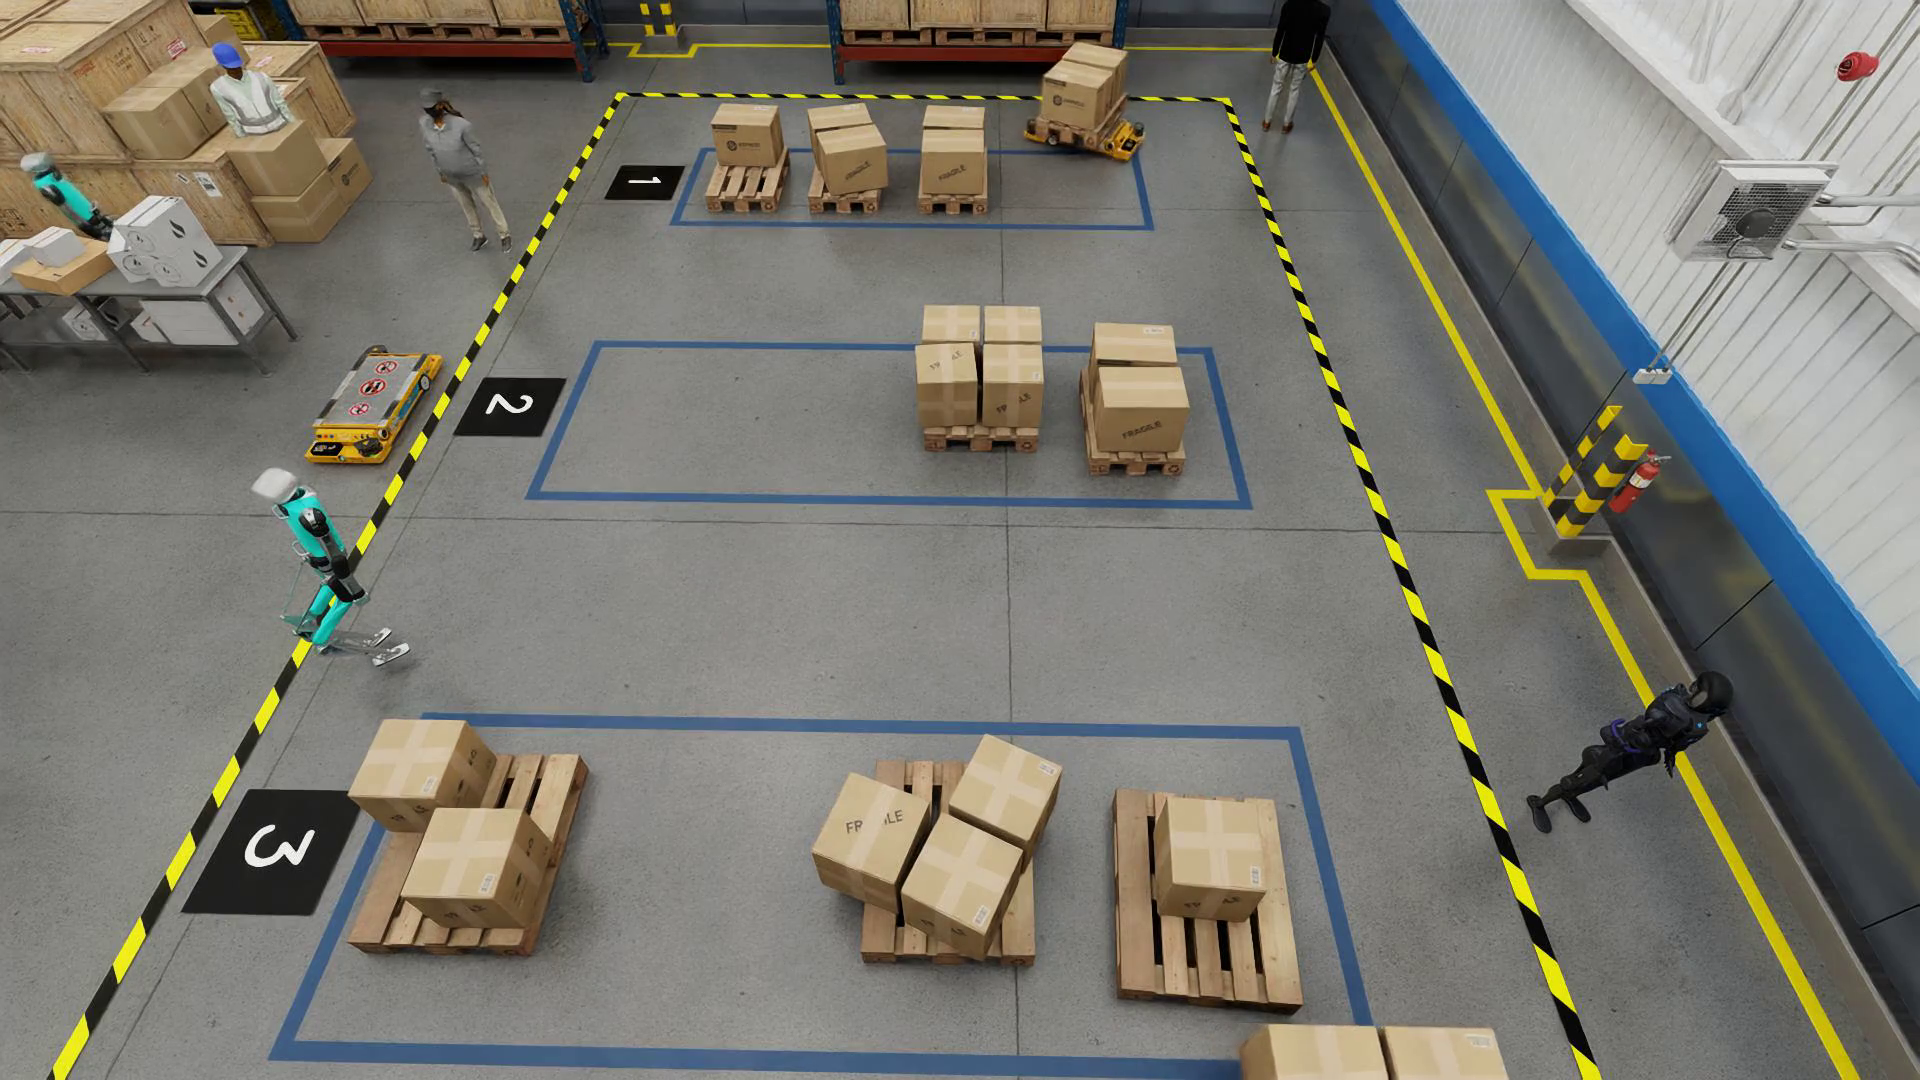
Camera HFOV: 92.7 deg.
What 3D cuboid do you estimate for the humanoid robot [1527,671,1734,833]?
[{"bbox_3d":[3.949,1.252,5.377,0.599,1.654,0.315,-8,50,-7],"label":"humanoid robot"}]

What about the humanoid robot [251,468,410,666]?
[{"bbox_3d":[-4.299,0.305,6.061,0.533,1.674,0.735,34,58,25],"label":"humanoid robot"}]

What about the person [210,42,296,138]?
[{"bbox_3d":[-7.520,-4.409,10.007,0.602,1.939,0.411,-35,58,-26],"label":"person"}]

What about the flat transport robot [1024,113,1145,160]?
[{"bbox_3d":[1.606,-5.280,11.817,1.431,0.197,0.652,19,52,15],"label":"flat transport robot"}]

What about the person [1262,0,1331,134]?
[{"bbox_3d":[4.178,-6.045,11.424,0.589,1.883,0.364,17,52,14],"label":"person"}]

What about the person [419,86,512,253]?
[{"bbox_3d":[-5.233,-3.889,9.673,0.563,1.770,0.396,2,50,2],"label":"person"}]

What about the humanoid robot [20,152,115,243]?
[{"bbox_3d":[-8.059,-3.016,8.999,1.002,1.769,0.544,-28,55,-21],"label":"humanoid robot"}]

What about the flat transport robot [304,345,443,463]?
[{"bbox_3d":[-5.383,-1.269,8.441,0.659,0.231,1.431,1,50,1],"label":"flat transport robot"}]
